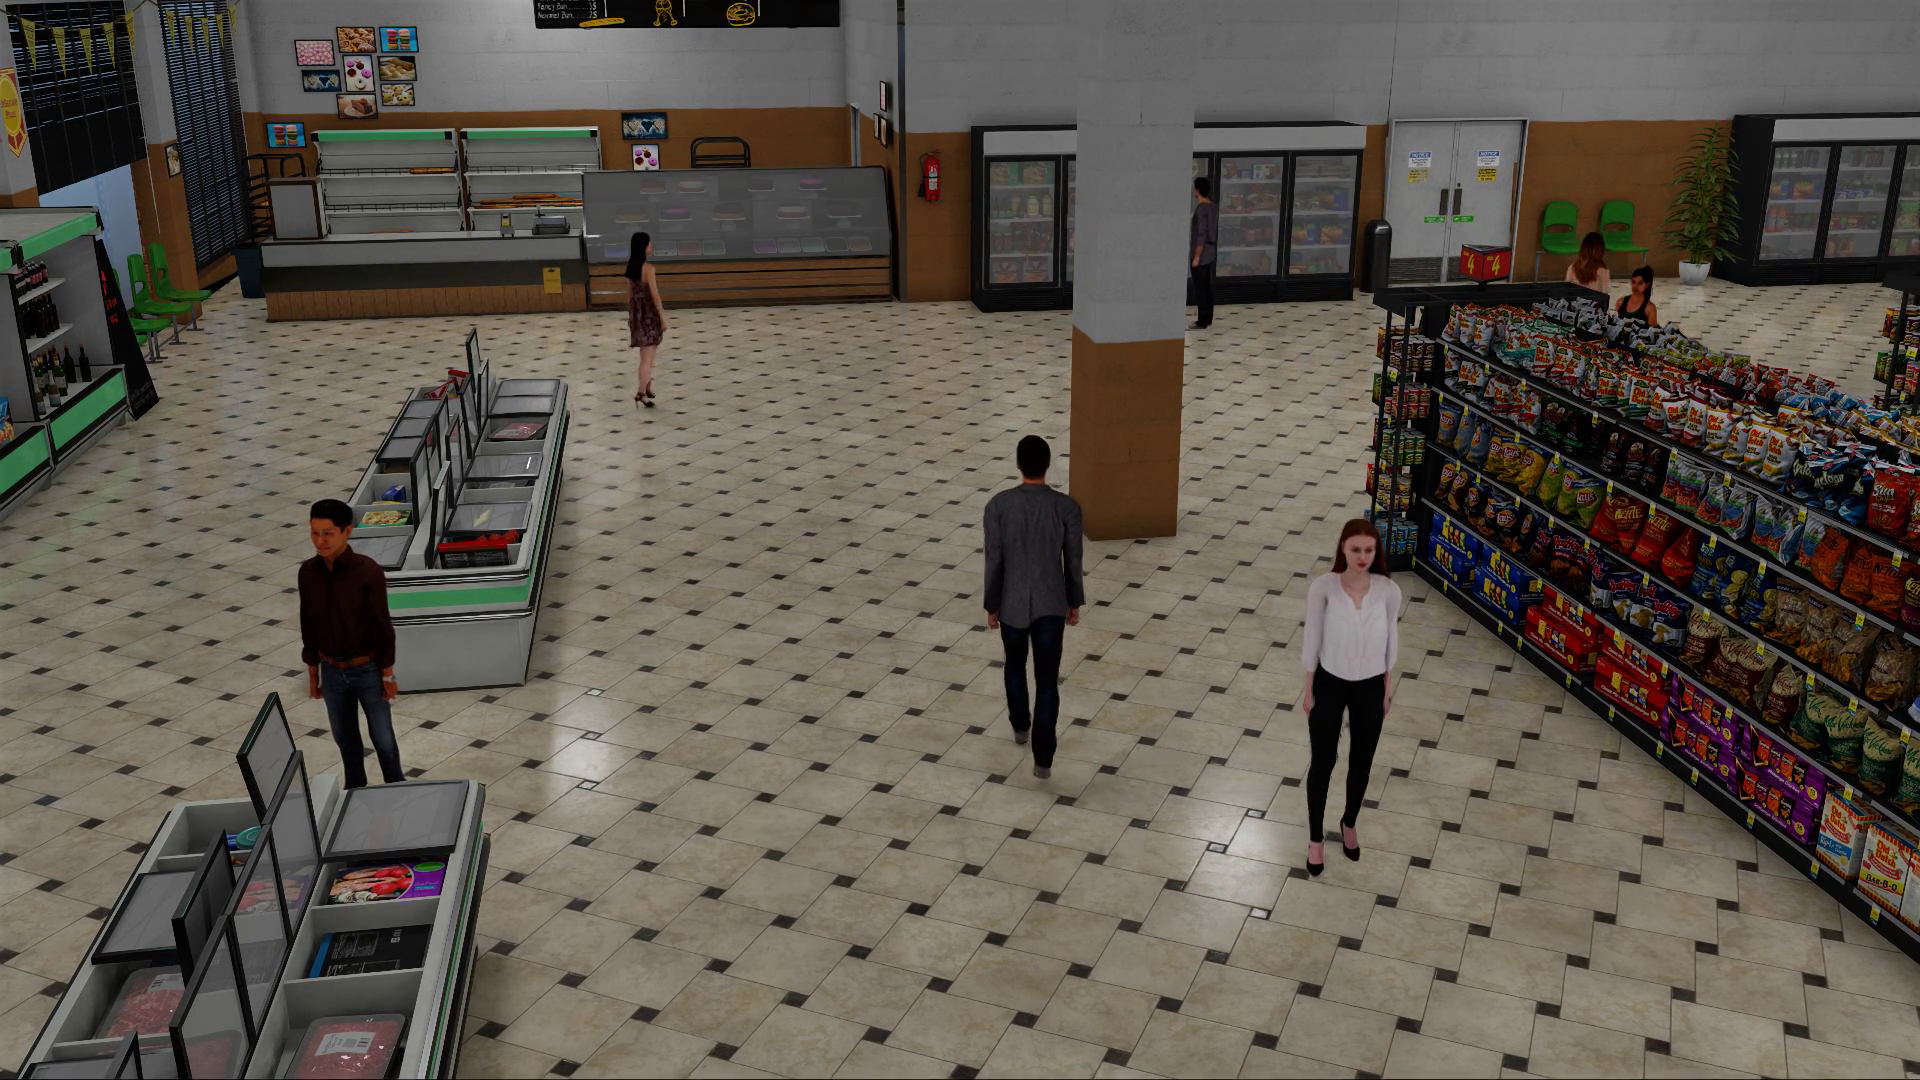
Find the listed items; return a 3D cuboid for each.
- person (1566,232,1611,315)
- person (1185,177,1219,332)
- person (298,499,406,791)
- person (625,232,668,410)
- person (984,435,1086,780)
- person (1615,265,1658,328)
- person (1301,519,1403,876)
[{"bbox_3d":[6.118,-2.104,16.398,1.074,1.745,1.180,-16,24,-40],"label":"person"},{"bbox_3d":[2.991,-3.512,20.407,0.804,1.851,0.705,9,21,25],"label":"person"},{"bbox_3d":[-2.987,0.635,8.223,0.688,1.777,0.617,2,19,7],"label":"person"},{"bbox_3d":[-3.206,-2.160,16.537,0.804,1.761,0.867,17,25,41],"label":"person"},{"bbox_3d":[0.392,0.394,8.848,0.900,1.835,1.252,1,19,4],"label":"person"},{"bbox_3d":[6.249,-1.714,15.402,0.908,1.642,0.900,-17,25,-40],"label":"person"},{"bbox_3d":[1.848,0.733,7.953,0.663,1.765,0.683,1,19,3],"label":"person"}]
